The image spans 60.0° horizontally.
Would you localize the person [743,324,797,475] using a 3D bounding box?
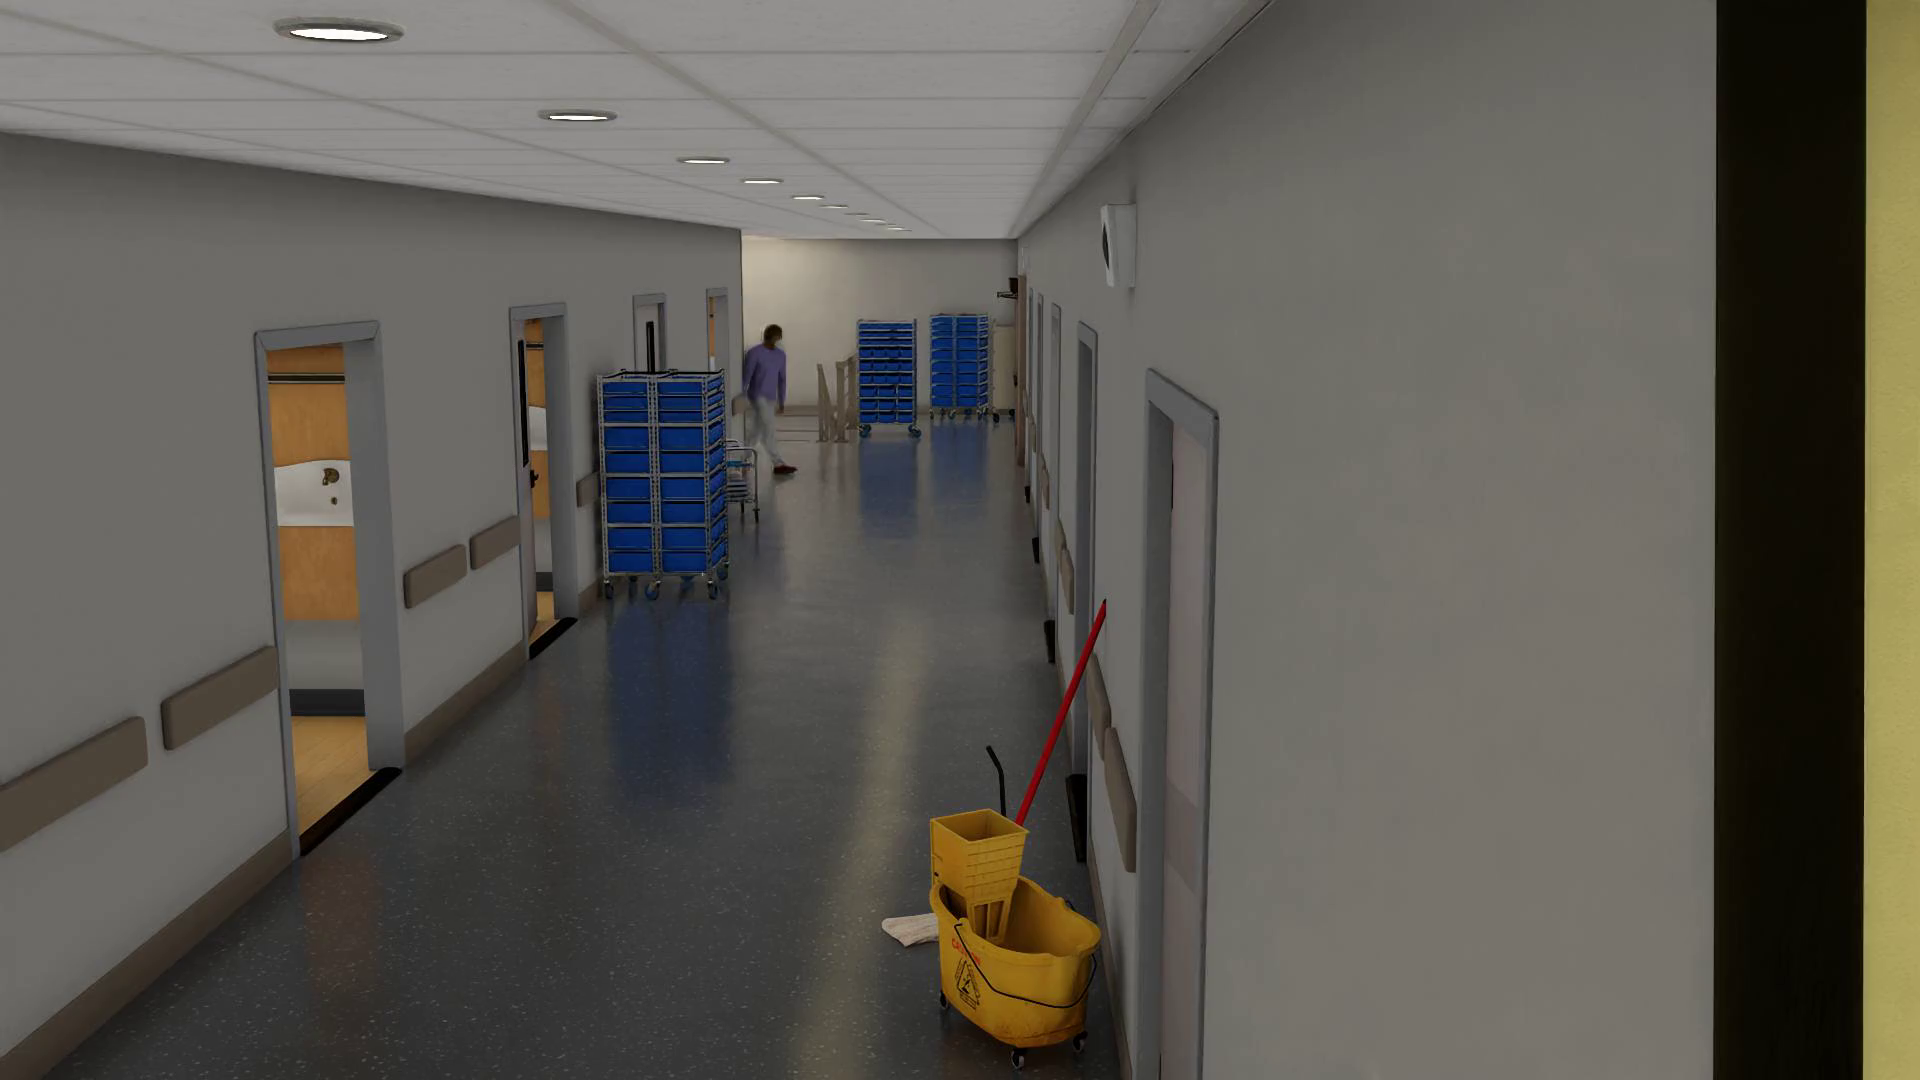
[{"bbox_3d":[-2.473,-1.755,20.730,1.001,1.888,0.664,7,12,37],"label":"person"}]
